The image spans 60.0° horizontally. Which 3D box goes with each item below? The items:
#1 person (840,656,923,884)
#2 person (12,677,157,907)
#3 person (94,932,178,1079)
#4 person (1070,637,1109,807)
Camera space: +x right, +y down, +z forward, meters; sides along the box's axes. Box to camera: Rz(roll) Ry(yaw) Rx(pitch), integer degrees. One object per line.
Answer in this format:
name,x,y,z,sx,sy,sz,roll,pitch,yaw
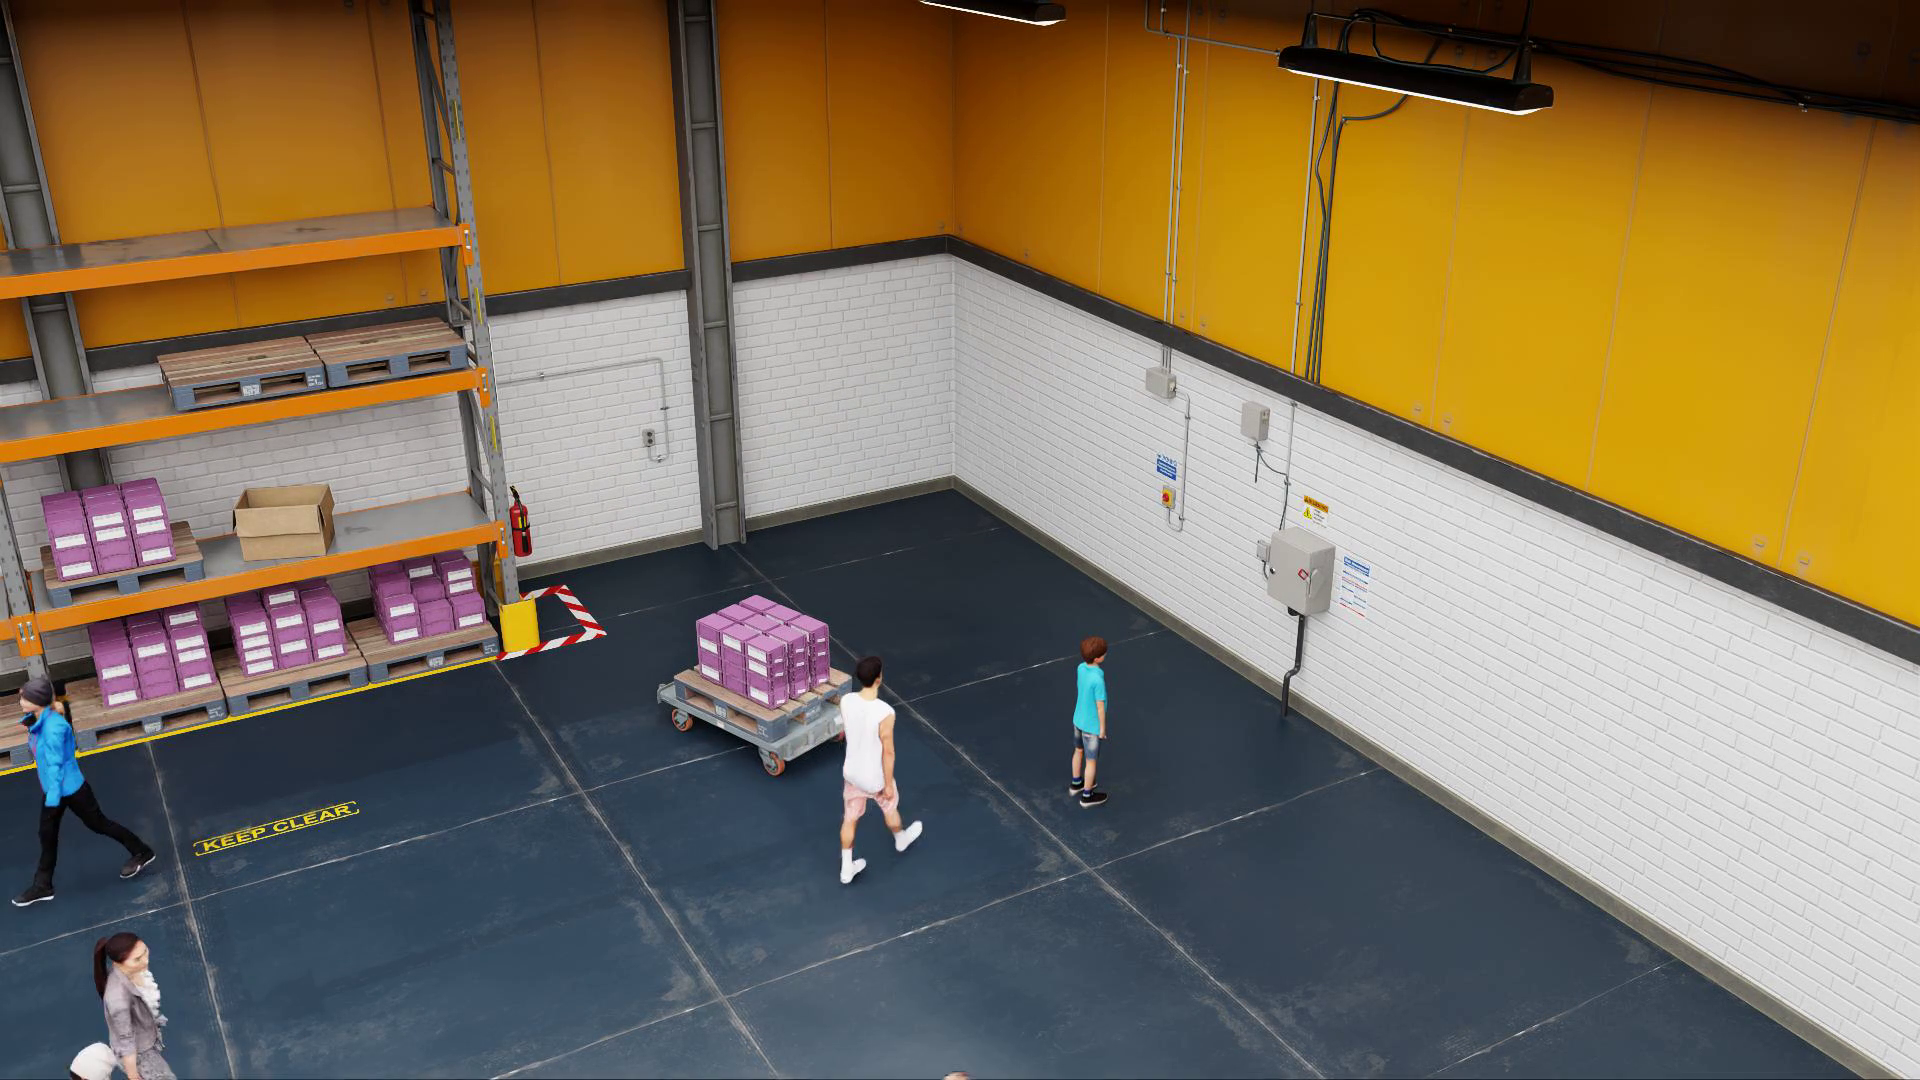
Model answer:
person,-0.737,1.737,12.237,0.980,1.747,1.169,15,28,30
person,-6.388,1.802,12.093,1.248,1.742,0.779,-18,30,-36
person,-4.786,2.965,9.542,0.673,1.654,0.743,-11,26,-23
person,1.029,1.425,13.324,0.499,1.448,0.522,-11,26,-23
